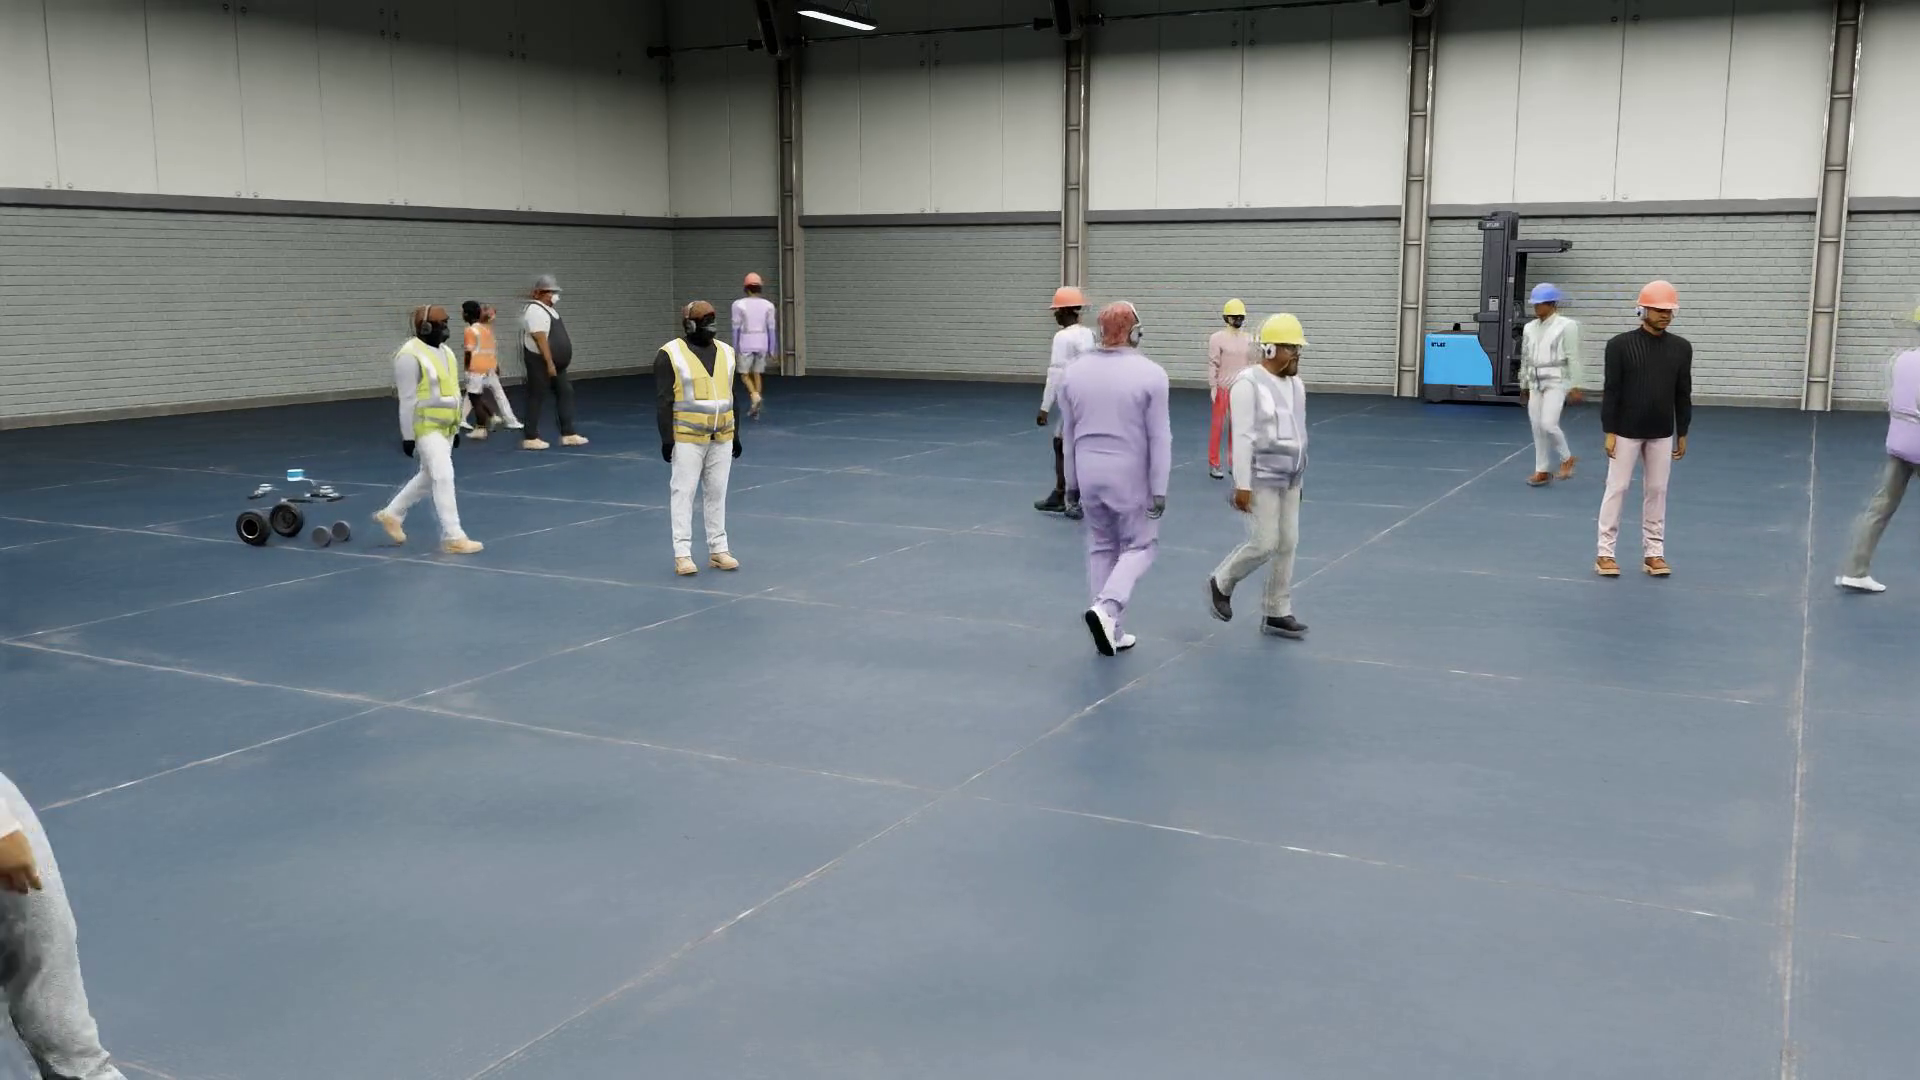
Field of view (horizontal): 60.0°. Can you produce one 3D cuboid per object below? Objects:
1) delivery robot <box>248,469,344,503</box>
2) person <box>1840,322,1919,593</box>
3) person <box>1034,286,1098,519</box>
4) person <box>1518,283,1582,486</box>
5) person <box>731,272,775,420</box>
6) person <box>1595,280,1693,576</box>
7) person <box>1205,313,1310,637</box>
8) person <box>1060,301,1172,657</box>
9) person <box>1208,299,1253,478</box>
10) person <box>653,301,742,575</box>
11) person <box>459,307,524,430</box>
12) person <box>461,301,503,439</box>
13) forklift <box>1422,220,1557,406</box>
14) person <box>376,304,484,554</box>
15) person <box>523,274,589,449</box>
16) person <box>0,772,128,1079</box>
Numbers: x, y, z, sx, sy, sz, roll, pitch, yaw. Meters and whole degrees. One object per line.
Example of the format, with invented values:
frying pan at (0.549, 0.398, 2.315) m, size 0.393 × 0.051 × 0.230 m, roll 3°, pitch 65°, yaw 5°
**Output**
delivery robot at (-5.046, -0.420, 12.620) m, size 0.698 × 0.223 × 0.335 m, roll 2°, pitch 9°, yaw 12°
person at (6.126, -0.582, 10.539) m, size 1.012 × 1.868 × 0.601 m, roll -1°, pitch 9°, yaw -6°
person at (0.841, -1.138, 13.821) m, size 0.792 × 1.905 × 0.551 m, roll 5°, pitch 10°, yaw 27°
person at (5.562, -1.463, 15.767) m, size 0.485 × 1.929 × 0.657 m, roll -5°, pitch 10°, yaw -28°
person at (-2.820, -2.649, 22.805) m, size 0.624 × 2.023 × 0.584 m, roll -4°, pitch 10°, yaw -26°
person at (4.606, -0.738, 11.166) m, size 0.608 × 1.986 × 0.416 m, roll 0°, pitch 9°, yaw -1°
person at (1.715, -0.365, 9.361) m, size 0.608 × 1.812 × 0.519 m, roll -8°, pitch 13°, yaw -42°
person at (0.797, -0.305, 8.757) m, size 0.650 × 1.893 × 0.622 m, roll 6°, pitch 11°, yaw 35°
person at (2.707, -1.508, 16.563) m, size 0.523 × 1.769 × 0.315 m, roll -5°, pitch 10°, yaw -27°
person at (-1.762, -0.702, 11.351) m, size 0.633 × 1.846 × 0.429 m, roll -7°, pitch 12°, yaw -38°
person at (-6.121, -2.208, 21.453) m, size 0.915 × 1.585 × 0.530 m, roll -2°, pitch 9°, yaw -14°
person at (-5.903, -2.071, 20.295) m, size 0.382 × 1.685 × 0.536 m, roll 0°, pitch 9°, yaw 2°
forklift at (8.245, -3.527, 25.720) m, size 1.873 × 2.768 × 1.129 m, roll 5°, pitch 10°, yaw 27°
person at (-3.944, -0.822, 12.213) m, size 0.866 × 1.815 × 0.634 m, roll 2°, pitch 9°, yaw 11°
person at (-4.686, -2.051, 19.198) m, size 0.842 × 2.000 × 0.702 m, roll 1°, pitch 9°, yaw 7°
person at (-2.244, 0.551, 3.517) m, size 1.026 × 1.894 × 0.638 m, roll -4°, pitch 10°, yaw -23°
